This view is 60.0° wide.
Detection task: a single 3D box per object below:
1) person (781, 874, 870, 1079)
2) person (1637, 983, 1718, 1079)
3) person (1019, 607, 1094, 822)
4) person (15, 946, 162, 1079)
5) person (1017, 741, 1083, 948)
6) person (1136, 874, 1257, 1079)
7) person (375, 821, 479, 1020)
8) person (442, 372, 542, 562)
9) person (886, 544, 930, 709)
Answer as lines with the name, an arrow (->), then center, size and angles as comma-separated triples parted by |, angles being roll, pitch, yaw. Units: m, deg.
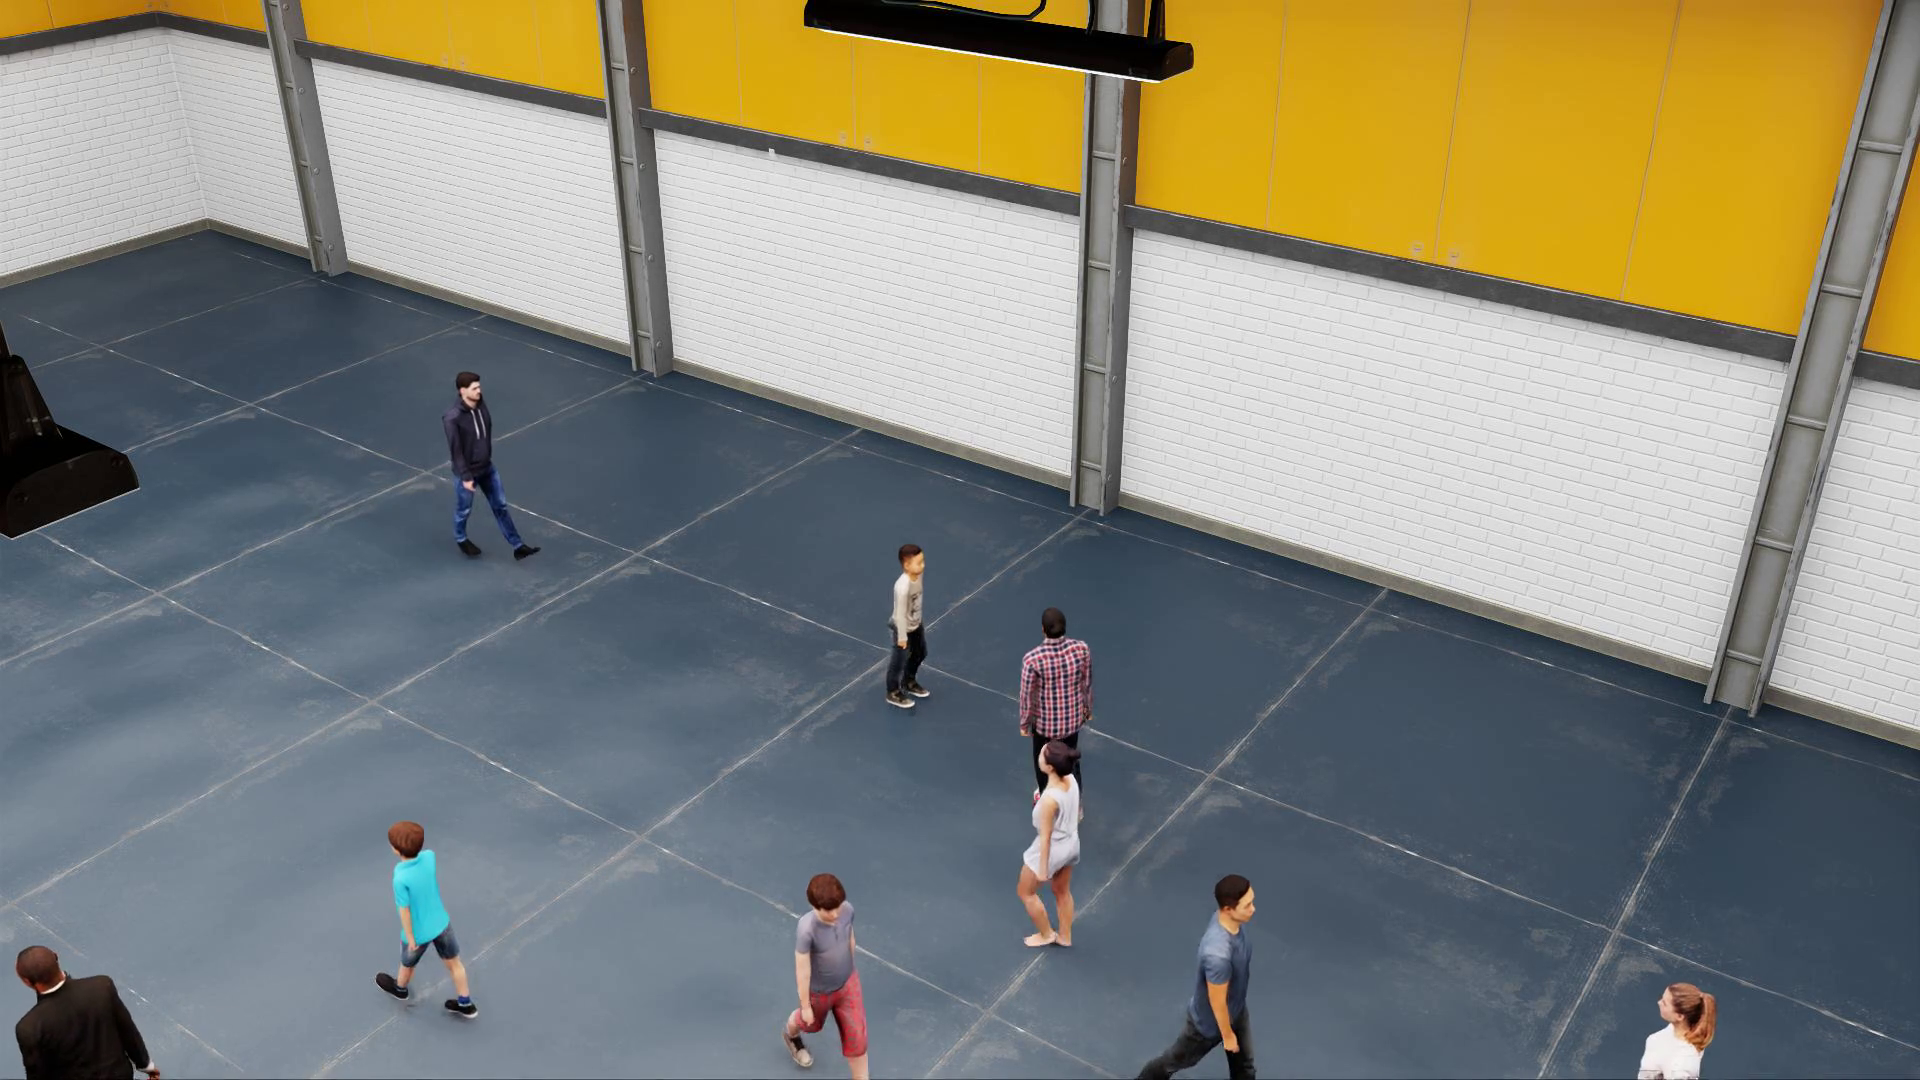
person -> -0.815, 2.513, 9.504 | 0.836, 1.615, 1.230 | -20, 34, -32
person -> 3.683, 3.003, 8.537 | 1.051, 1.680, 0.623 | 18, 33, 30
person -> 0.702, 1.264, 11.651 | 0.933, 1.750, 0.999 | -9, 30, -15
person -> -4.416, 2.871, 8.566 | 0.720, 1.884, 0.776 | 20, 34, 32
person -> 0.663, 1.974, 10.510 | 0.608, 1.598, 0.602 | 14, 32, 24
person -> 1.329, 2.582, 9.218 | 1.187, 1.767, 0.744 | 14, 31, 23
person -> -3.176, 2.330, 10.050 | 0.962, 1.413, 0.624 | 13, 31, 23
person -> -4.482, -0.646, 15.065 | 1.166, 1.834, 0.748 | 16, 32, 27
person -> -0.450, 0.661, 13.072 | 0.605, 1.449, 0.610 | 12, 31, 20
